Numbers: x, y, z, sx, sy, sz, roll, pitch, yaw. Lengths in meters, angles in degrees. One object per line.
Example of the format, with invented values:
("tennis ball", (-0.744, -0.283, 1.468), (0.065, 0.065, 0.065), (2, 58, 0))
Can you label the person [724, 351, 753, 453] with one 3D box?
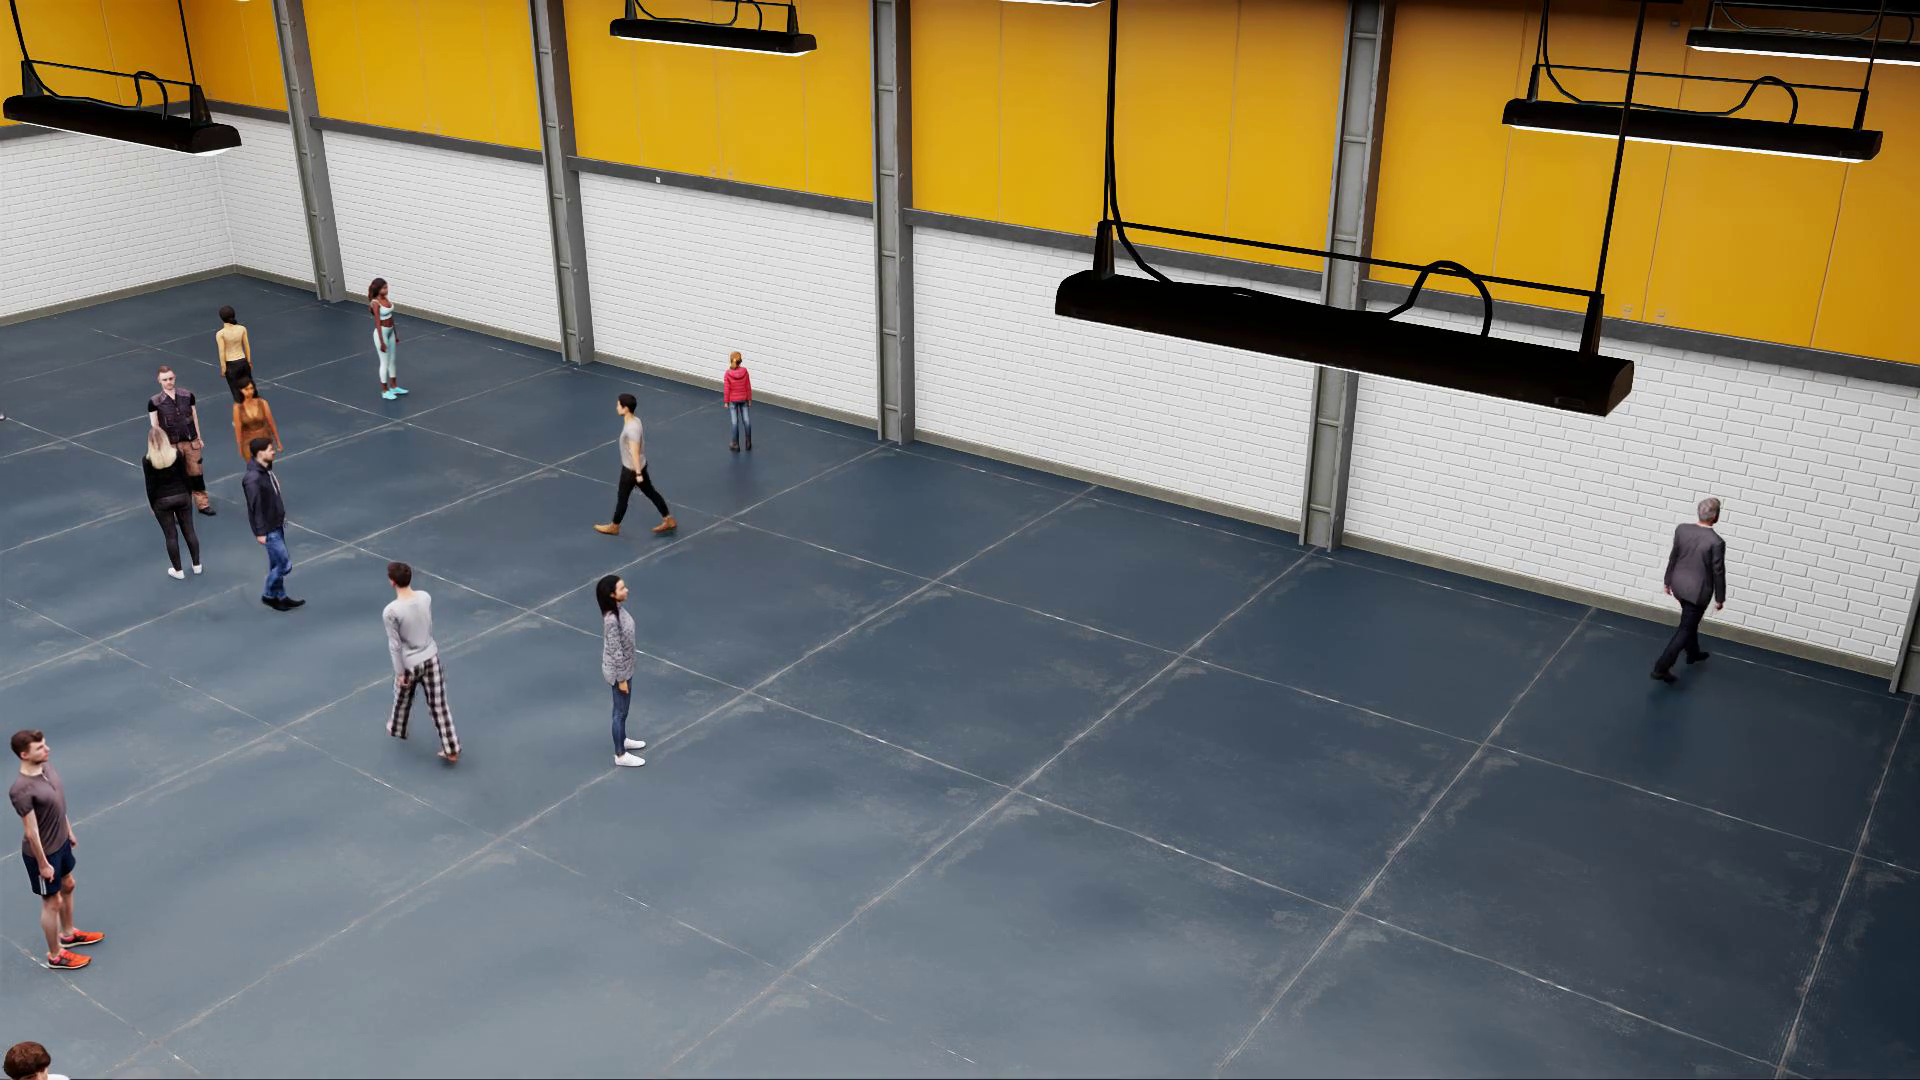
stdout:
("person", (-2.843, -1.792, 21.359), (0.597, 1.318, 0.634), (-9, 25, -20))

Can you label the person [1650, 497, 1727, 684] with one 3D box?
("person", (6.802, 0.499, 15.527), (1.175, 1.790, 1.250), (-10, 26, -22))

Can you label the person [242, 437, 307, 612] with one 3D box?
("person", (-7.090, -0.136, 16.868), (0.861, 1.879, 0.812), (-3, 24, -6))

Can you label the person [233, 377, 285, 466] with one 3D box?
("person", (-8.212, -1.109, 19.361), (0.696, 1.665, 0.925), (-21, 31, -40))

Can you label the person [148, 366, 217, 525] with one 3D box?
("person", (-9.019, -1.135, 19.200), (0.731, 1.842, 0.668), (-20, 30, -38))

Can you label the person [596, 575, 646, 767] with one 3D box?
("person", (-2.921, 1.094, 14.240), (0.734, 1.731, 0.679), (-4, 24, -8))

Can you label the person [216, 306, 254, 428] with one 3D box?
("person", (-9.623, -2.320, 22.139), (0.579, 1.660, 0.595), (18, 30, 36))

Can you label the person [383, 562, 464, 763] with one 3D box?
("person", (-4.571, 1.077, 14.195), (1.203, 1.798, 0.754), (21, 31, 39))

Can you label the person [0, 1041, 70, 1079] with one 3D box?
("person", (-5.017, 3.411, 9.085), (1.161, 1.614, 0.676), (20, 31, 38))

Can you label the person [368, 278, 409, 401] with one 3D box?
("person", (-8.027, -2.827, 23.220), (0.652, 1.723, 0.644), (5, 24, 10))

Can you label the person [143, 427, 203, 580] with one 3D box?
("person", (-8.395, -0.400, 17.715), (0.657, 1.687, 0.617), (-18, 30, -36))

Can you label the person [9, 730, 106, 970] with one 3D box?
("person", (-6.409, 2.152, 11.674), (0.758, 1.848, 0.715), (-2, 24, -5))

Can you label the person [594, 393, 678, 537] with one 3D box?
("person", (-3.565, -0.813, 18.670), (1.211, 1.677, 1.081), (-1, 24, -3))
